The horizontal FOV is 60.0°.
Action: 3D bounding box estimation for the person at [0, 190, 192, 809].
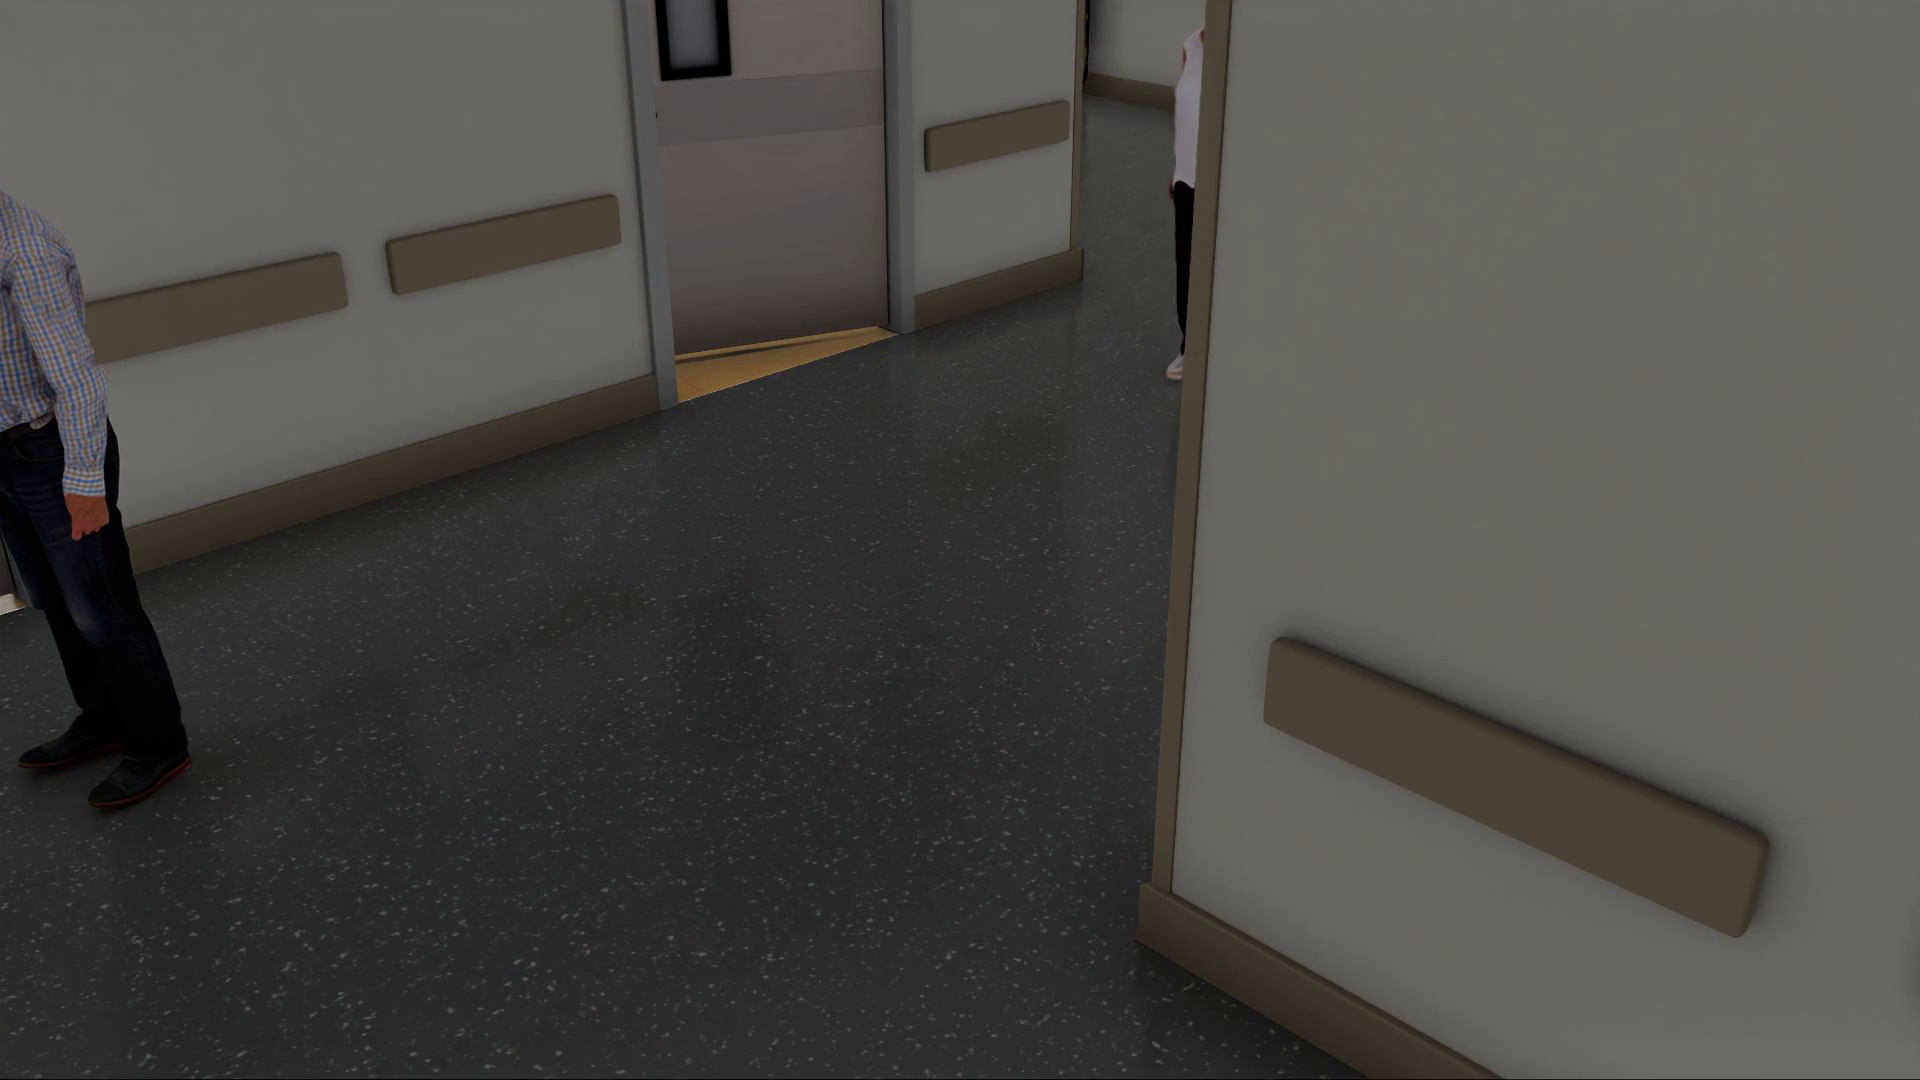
[{"bbox_3d":[-2.193,-0.210,3.966,0.685,1.818,0.598,18,31,32],"label":"person"}]
